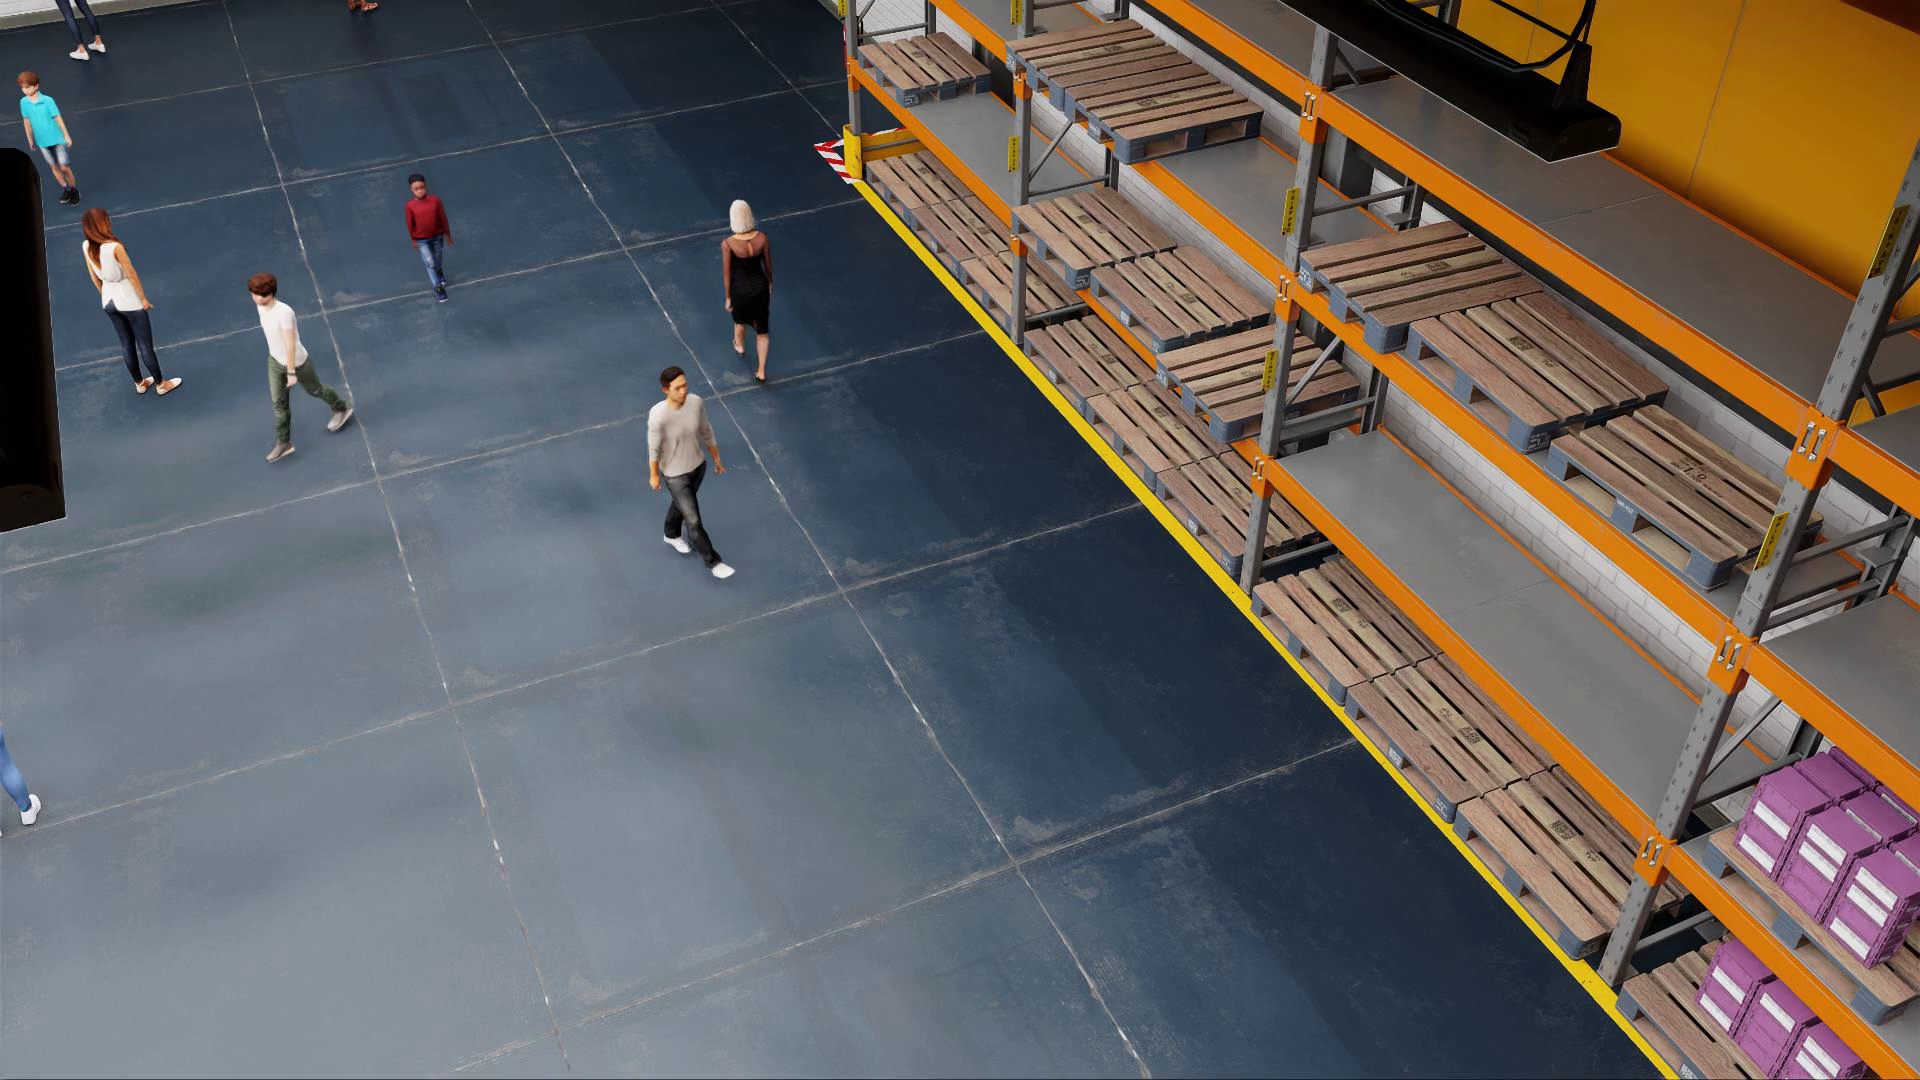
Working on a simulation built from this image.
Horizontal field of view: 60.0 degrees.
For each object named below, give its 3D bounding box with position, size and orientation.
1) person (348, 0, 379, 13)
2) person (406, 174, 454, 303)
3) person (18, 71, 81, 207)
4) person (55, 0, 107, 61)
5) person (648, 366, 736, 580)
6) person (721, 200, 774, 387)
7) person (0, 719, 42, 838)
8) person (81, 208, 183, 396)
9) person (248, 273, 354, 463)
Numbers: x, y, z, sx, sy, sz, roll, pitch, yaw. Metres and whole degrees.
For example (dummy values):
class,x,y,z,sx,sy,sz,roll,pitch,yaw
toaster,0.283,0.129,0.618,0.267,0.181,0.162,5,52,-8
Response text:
class,x,y,z,sx,sy,sz,roll,pitch,yaw
person,-8.024,-7.770,21.712,0.652,1.719,0.727,16,41,19
person,-5.150,-2.977,16.109,0.546,1.221,0.864,-19,42,-22
person,-9.587,-4.275,17.560,0.651,1.441,0.686,-1,39,-1
person,-11.024,-6.855,20.495,0.688,1.808,0.647,16,41,20
person,-2.169,-0.582,12.666,1.219,1.776,0.968,30,47,32
person,-1.827,-2.121,14.643,0.685,1.714,0.980,-13,40,-15
person,-6.302,1.235,10.506,0.660,1.633,0.587,-21,43,-24
person,-7.308,-2.061,14.513,0.674,1.782,0.715,9,40,12
person,-5.551,-1.516,13.964,1.106,1.616,1.082,18,42,21
